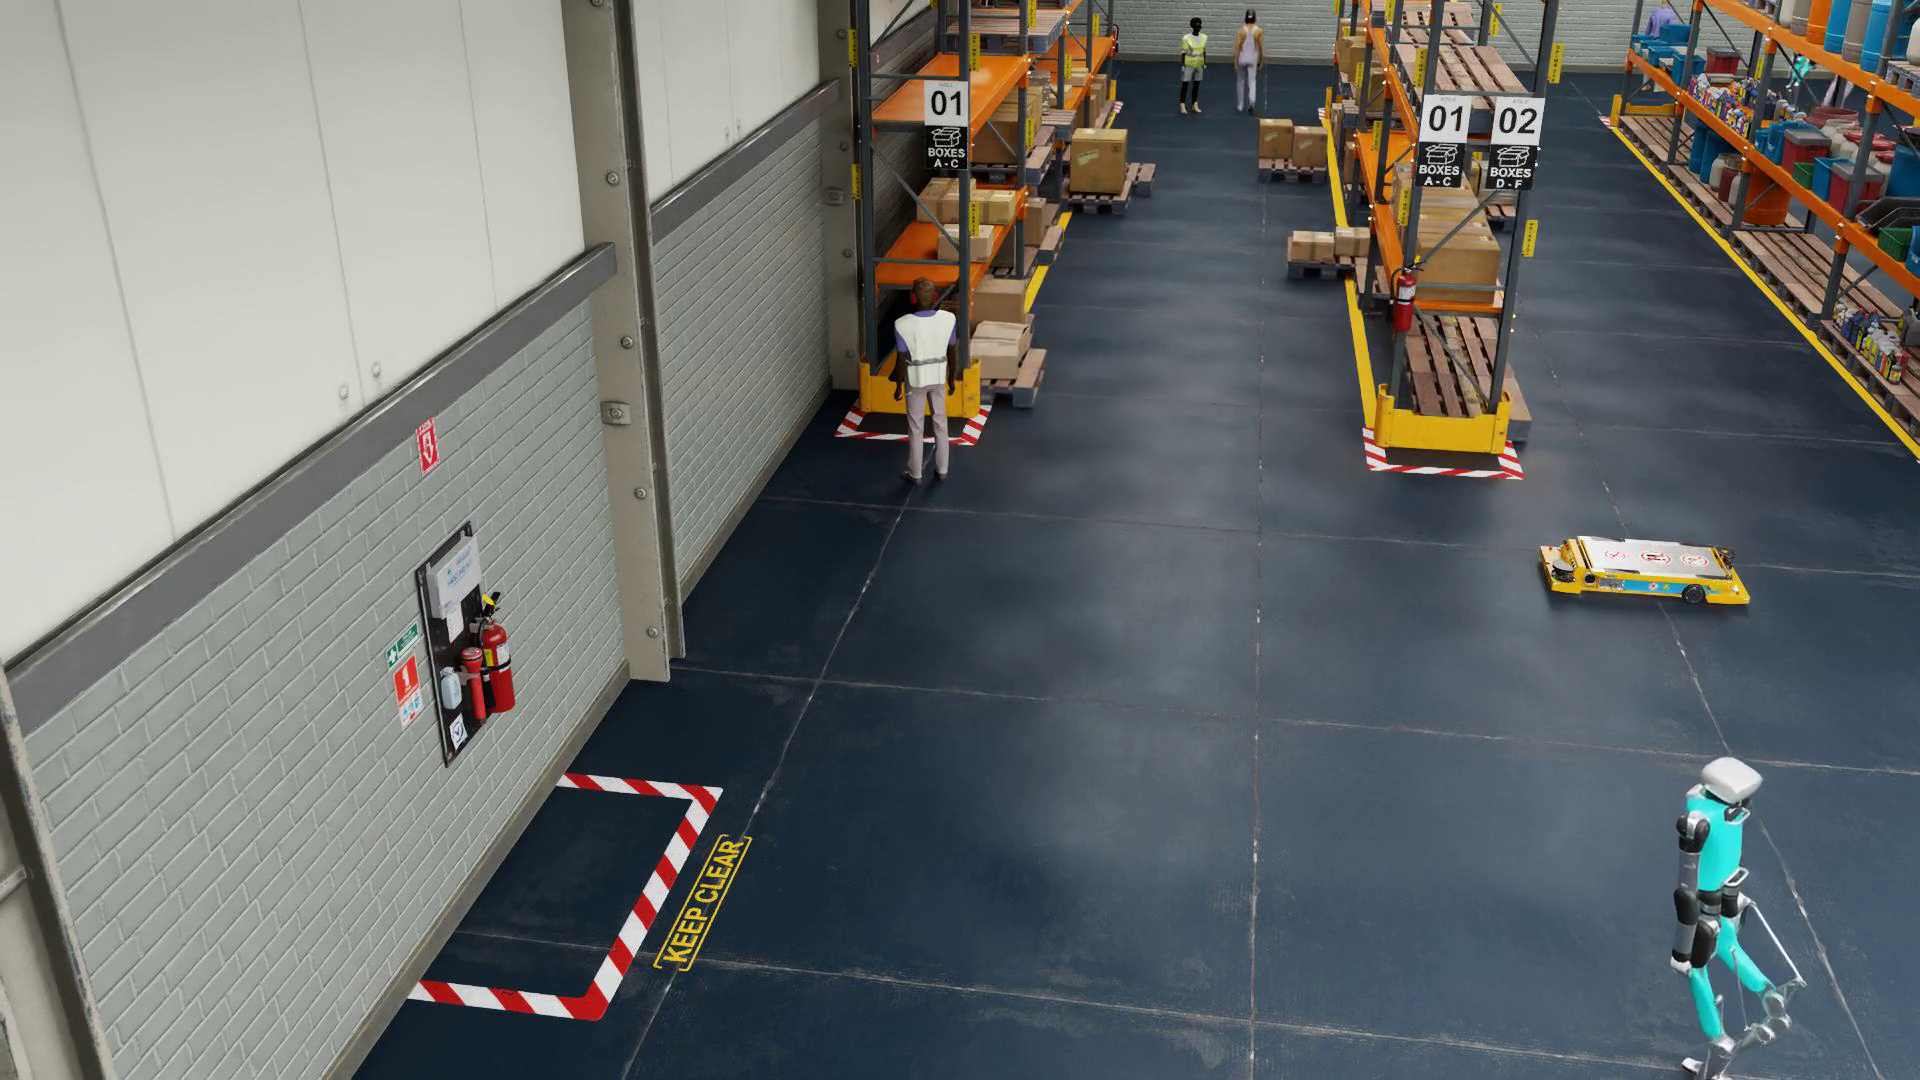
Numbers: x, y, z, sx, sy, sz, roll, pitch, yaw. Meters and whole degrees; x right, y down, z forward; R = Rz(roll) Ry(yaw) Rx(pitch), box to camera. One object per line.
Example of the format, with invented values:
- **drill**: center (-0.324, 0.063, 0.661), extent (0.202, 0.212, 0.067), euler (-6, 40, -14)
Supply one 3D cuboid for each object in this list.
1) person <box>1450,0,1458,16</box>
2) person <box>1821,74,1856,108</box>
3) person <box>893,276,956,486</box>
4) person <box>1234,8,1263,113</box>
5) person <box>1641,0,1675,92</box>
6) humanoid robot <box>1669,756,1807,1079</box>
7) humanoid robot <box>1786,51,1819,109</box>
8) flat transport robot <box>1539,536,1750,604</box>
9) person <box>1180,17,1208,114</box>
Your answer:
- **person**: center (9.316, -9.440, 31.790), extent (0.305, 1.770, 0.531), euler (0, 25, 1)
- **person**: center (16.017, -8.603, 29.946), extent (0.392, 1.815, 0.698), euler (-7, 26, -15)
- **person**: center (-0.296, -1.363, 14.412), extent (0.568, 1.844, 0.380), euler (-10, 27, -20)
- **person**: center (5.210, -8.642, 30.017), extent (0.523, 1.834, 0.757), euler (2, 25, 4)
- **person**: center (13.439, -9.560, 32.013), extent (0.400, 1.800, 0.596), euler (-19, 31, -35)
- **humanoid robot**: center (3.577, 1.925, 7.626), extent (0.544, 1.901, 0.731), euler (-21, 32, -38)
- **humanoid robot**: center (15.346, -8.751, 30.383), extent (0.737, 1.812, 0.563), euler (-12, 28, -25)
- **flat transport robot**: center (5.279, 0.231, 12.864), extent (1.431, 0.231, 0.659), euler (4, 25, 9)
- **person**: center (4.206, -8.544, 29.954), extent (0.535, 1.695, 0.322), euler (-10, 27, -21)
